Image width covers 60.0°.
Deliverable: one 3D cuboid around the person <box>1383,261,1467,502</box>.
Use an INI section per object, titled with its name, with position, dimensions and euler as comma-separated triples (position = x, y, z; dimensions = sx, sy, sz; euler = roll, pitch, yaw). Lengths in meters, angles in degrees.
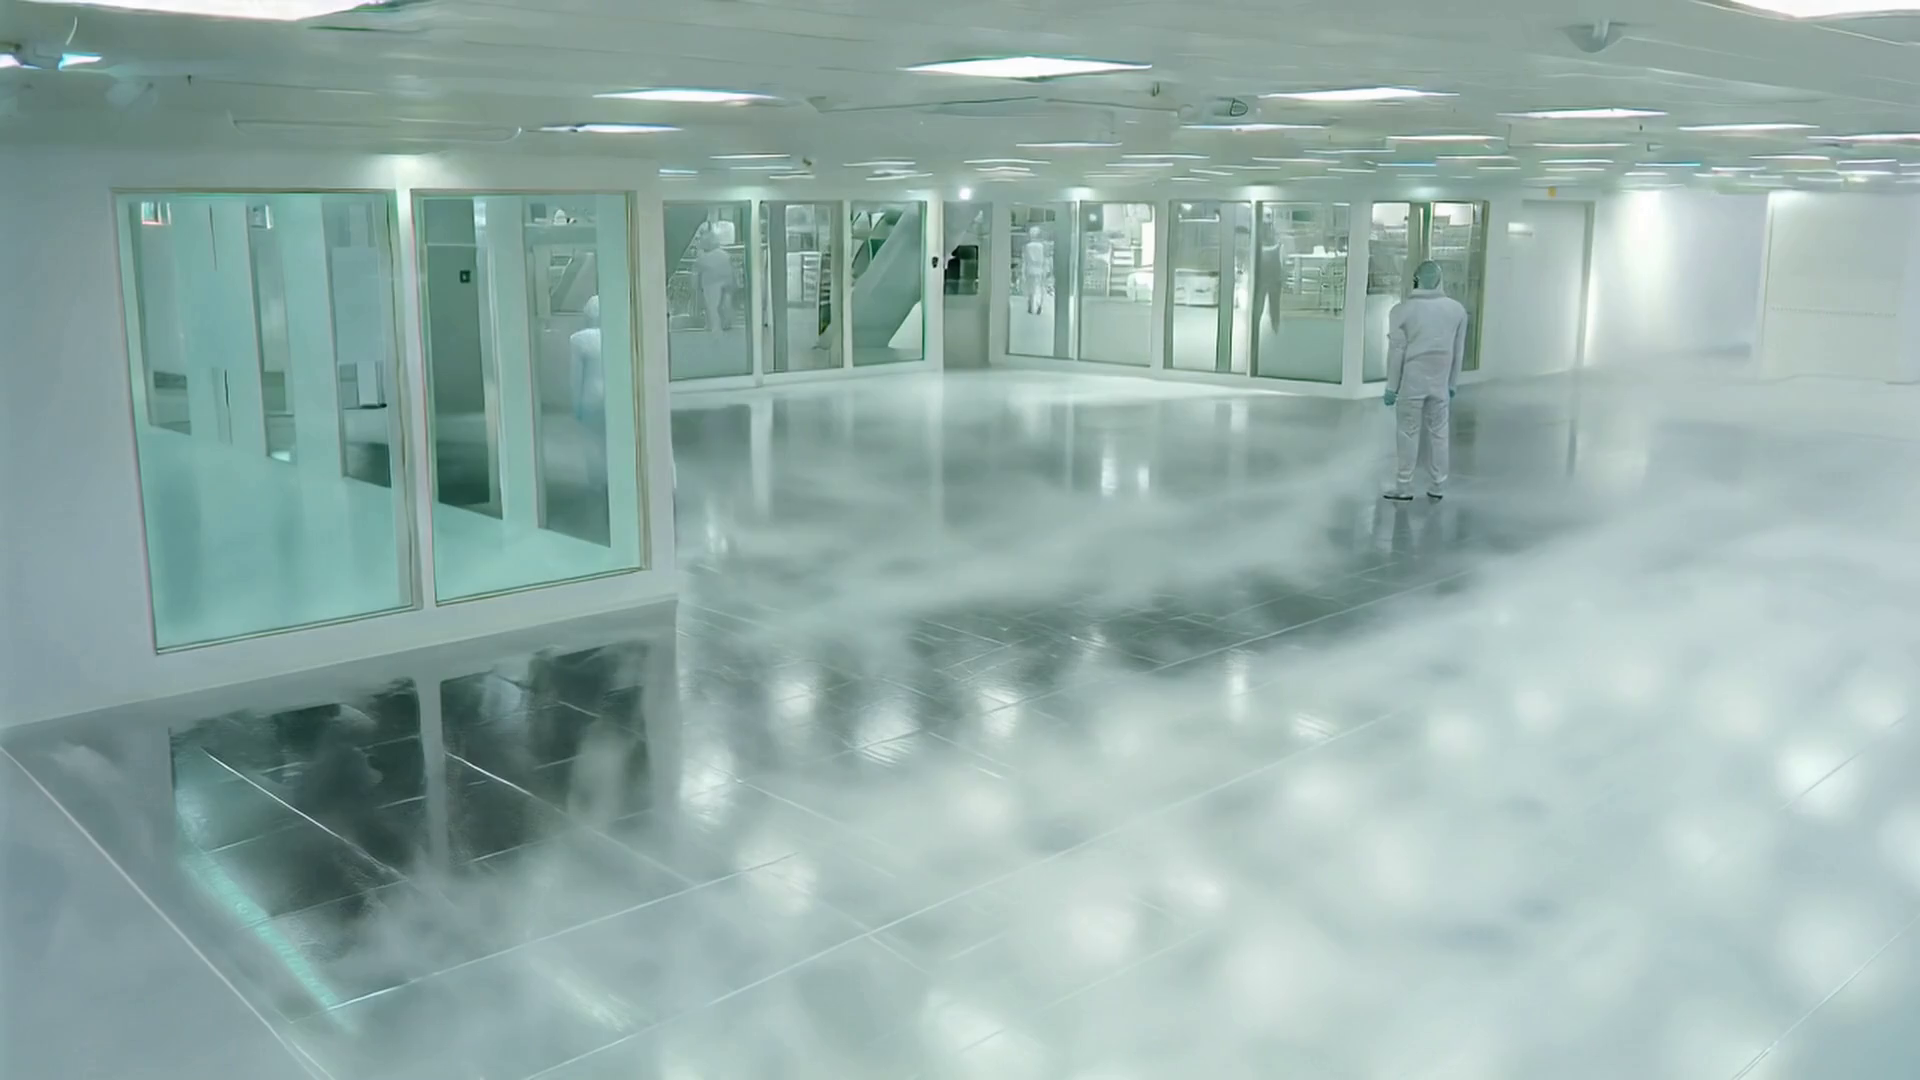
[person]
position = 3.666, -1.248, 13.220
dimensions = 0.642, 1.909, 0.408
euler = -2, 12, -12
